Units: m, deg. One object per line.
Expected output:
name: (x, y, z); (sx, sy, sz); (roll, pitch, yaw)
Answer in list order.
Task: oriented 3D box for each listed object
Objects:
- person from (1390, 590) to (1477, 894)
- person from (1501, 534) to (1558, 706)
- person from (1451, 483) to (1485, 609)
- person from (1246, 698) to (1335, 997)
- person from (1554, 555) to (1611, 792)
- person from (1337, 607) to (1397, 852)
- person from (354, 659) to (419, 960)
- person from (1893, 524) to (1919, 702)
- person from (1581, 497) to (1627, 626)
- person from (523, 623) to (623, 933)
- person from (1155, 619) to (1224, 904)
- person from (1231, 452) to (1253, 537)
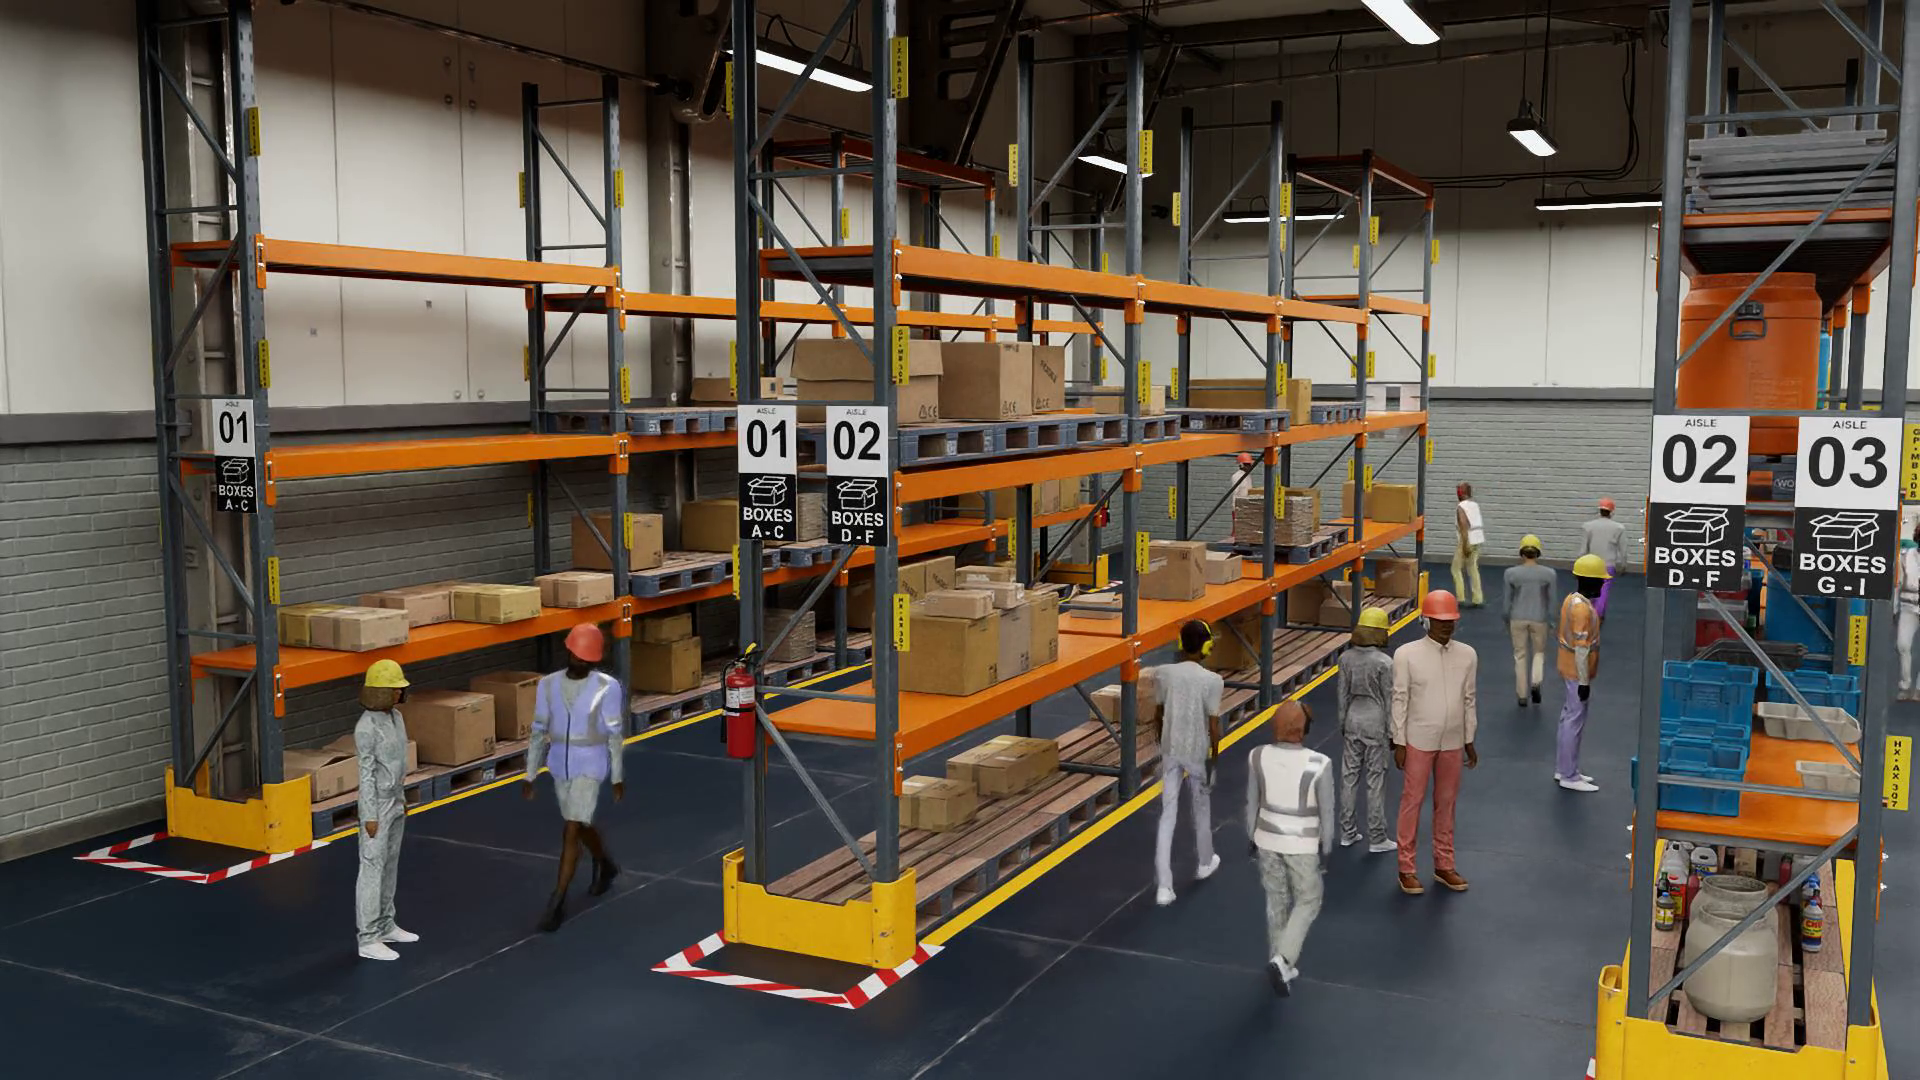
person: (3.120, 1.314, 10.929); (0.612, 1.995, 0.376); (-2, 6, -14)
person: (5.782, 0.814, 16.918); (0.549, 1.749, 0.372); (2, 6, 16)
person: (7.284, 0.083, 23.828); (0.585, 1.794, 0.603); (5, 8, 43)
person: (1.771, 1.687, 9.079); (0.522, 1.627, 0.530); (4, 7, 35)
person: (5.085, 1.074, 13.589); (0.384, 1.924, 0.594); (1, 6, 14)
person: (2.927, 1.345, 11.880); (0.309, 1.736, 0.485); (-5, 8, -40)
person: (-3.359, 1.559, 9.752); (0.324, 1.743, 0.490); (0, 6, 4)
person: (9.816, 0.750, 17.011); (0.605, 1.865, 0.645); (5, 8, 39)
person: (8.603, 0.288, 22.274); (0.576, 1.717, 0.858); (4, 7, 36)
person: (-2.402, 1.427, 10.483); (0.590, 1.867, 1.030); (1, 6, 14)
person: (1.487, 1.417, 10.863); (0.492, 1.806, 1.018); (2, 6, 23)
person: (4.879, -0.517, 28.732); (0.379, 1.996, 0.609); (4, 7, 32)
